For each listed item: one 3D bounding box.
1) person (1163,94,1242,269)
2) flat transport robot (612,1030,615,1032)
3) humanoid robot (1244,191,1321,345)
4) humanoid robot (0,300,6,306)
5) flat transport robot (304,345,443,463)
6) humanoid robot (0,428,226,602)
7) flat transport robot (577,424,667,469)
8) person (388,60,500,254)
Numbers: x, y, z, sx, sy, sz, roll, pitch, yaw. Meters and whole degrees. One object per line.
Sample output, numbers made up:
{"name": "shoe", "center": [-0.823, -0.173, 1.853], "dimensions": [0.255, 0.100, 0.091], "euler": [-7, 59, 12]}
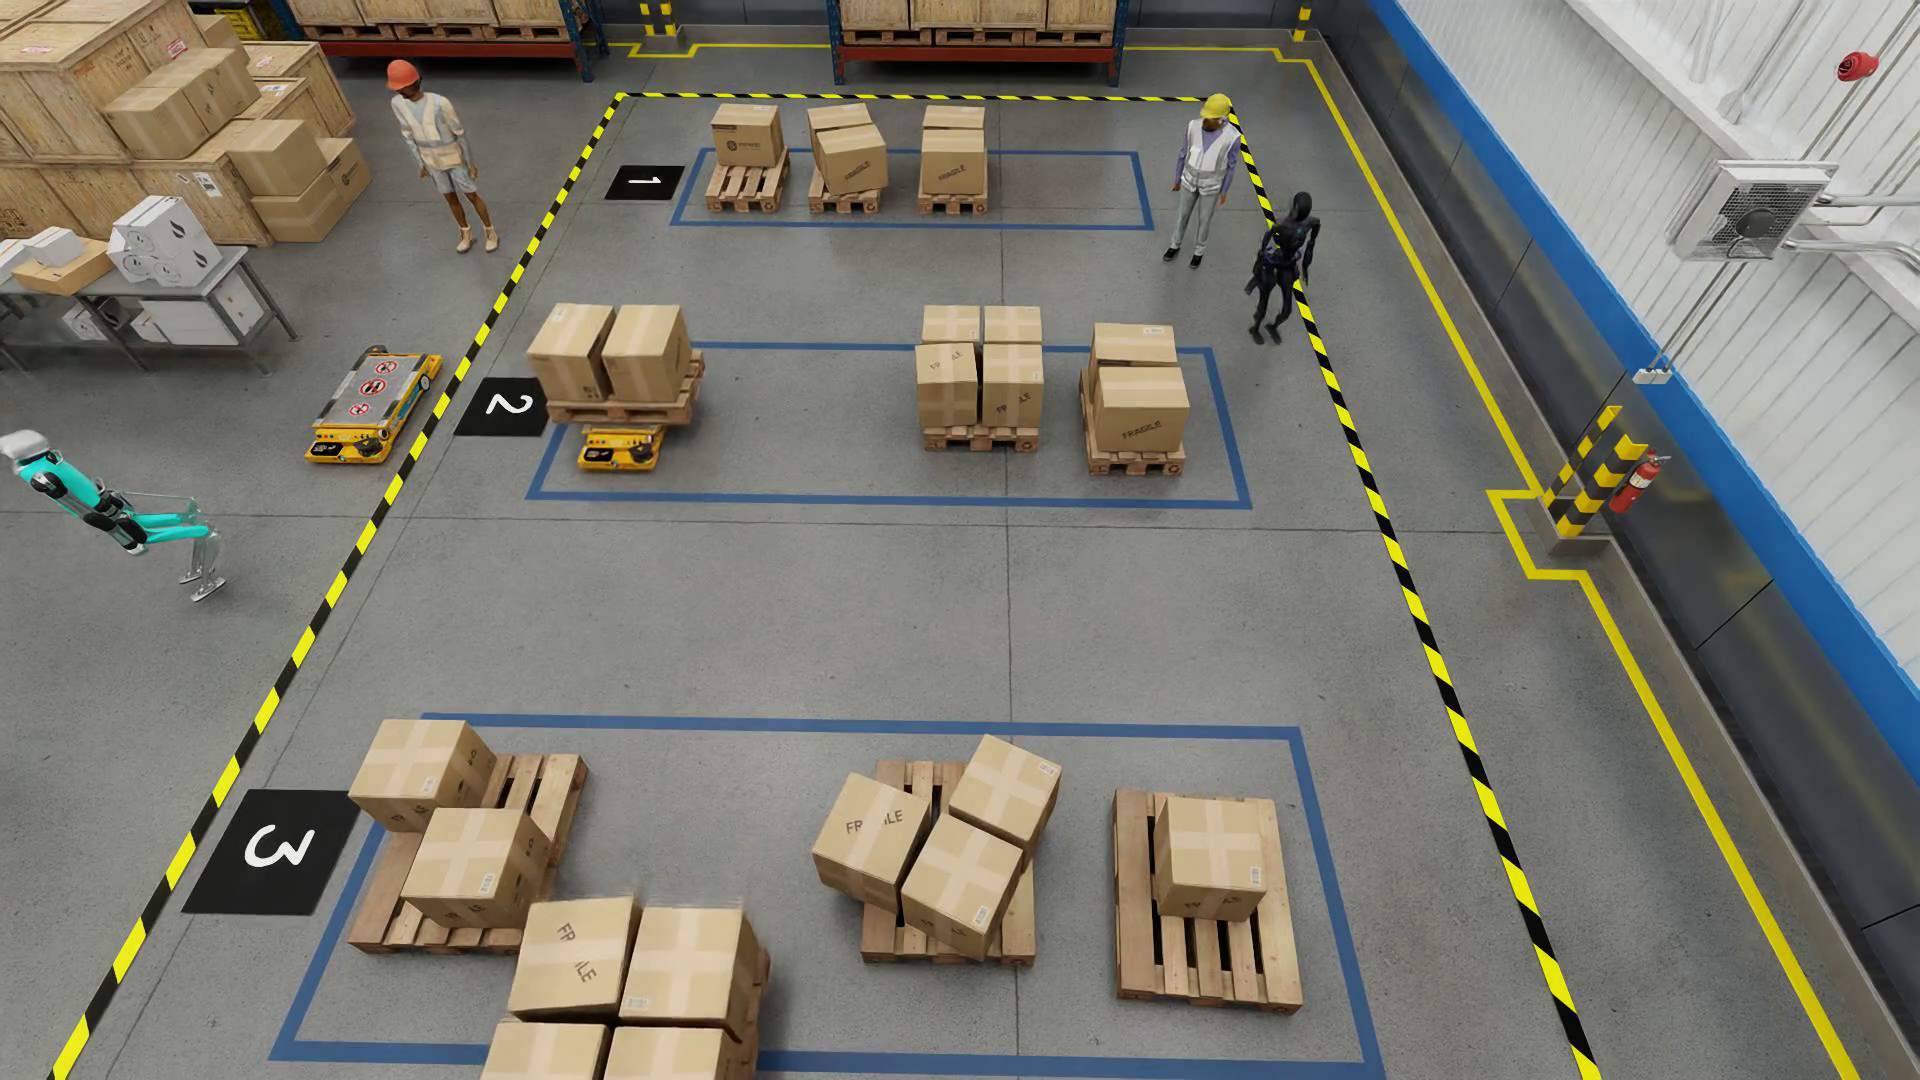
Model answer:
{"name": "person", "center": [2.492, -3.685, 9.462], "dimensions": [0.596, 1.827, 0.403], "euler": [24, 54, 19]}
{"name": "flat transport robot", "center": [-1.678, 2.801, 4.979], "dimensions": [0.652, 0.197, 1.431], "euler": [1, 50, 1]}
{"name": "humanoid robot", "center": [3.003, -2.529, 8.588], "dimensions": [0.608, 1.635, 0.385], "euler": [-9, 50, -8]}
{"name": "humanoid robot", "center": [-9.934, -2.905, 8.943], "dimensions": [0.712, 1.906, 0.541], "euler": [1, 50, 1]}
{"name": "flat transport robot", "center": [-5.383, -1.269, 8.441], "dimensions": [0.659, 0.231, 1.431], "euler": [1, 50, 1]}
{"name": "humanoid robot", "center": [-5.798, -0.232, 6.513], "dimensions": [0.735, 1.677, 0.533], "euler": [-36, 58, -26]}
{"name": "flat transport robot", "center": [-2.983, -1.224, 8.384], "dimensions": [0.652, 0.197, 1.431], "euler": [1, 50, 1]}
{"name": "person", "center": [-5.373, -3.940, 9.543], "dimensions": [0.609, 2.038, 0.393], "euler": [0, 50, 0]}
